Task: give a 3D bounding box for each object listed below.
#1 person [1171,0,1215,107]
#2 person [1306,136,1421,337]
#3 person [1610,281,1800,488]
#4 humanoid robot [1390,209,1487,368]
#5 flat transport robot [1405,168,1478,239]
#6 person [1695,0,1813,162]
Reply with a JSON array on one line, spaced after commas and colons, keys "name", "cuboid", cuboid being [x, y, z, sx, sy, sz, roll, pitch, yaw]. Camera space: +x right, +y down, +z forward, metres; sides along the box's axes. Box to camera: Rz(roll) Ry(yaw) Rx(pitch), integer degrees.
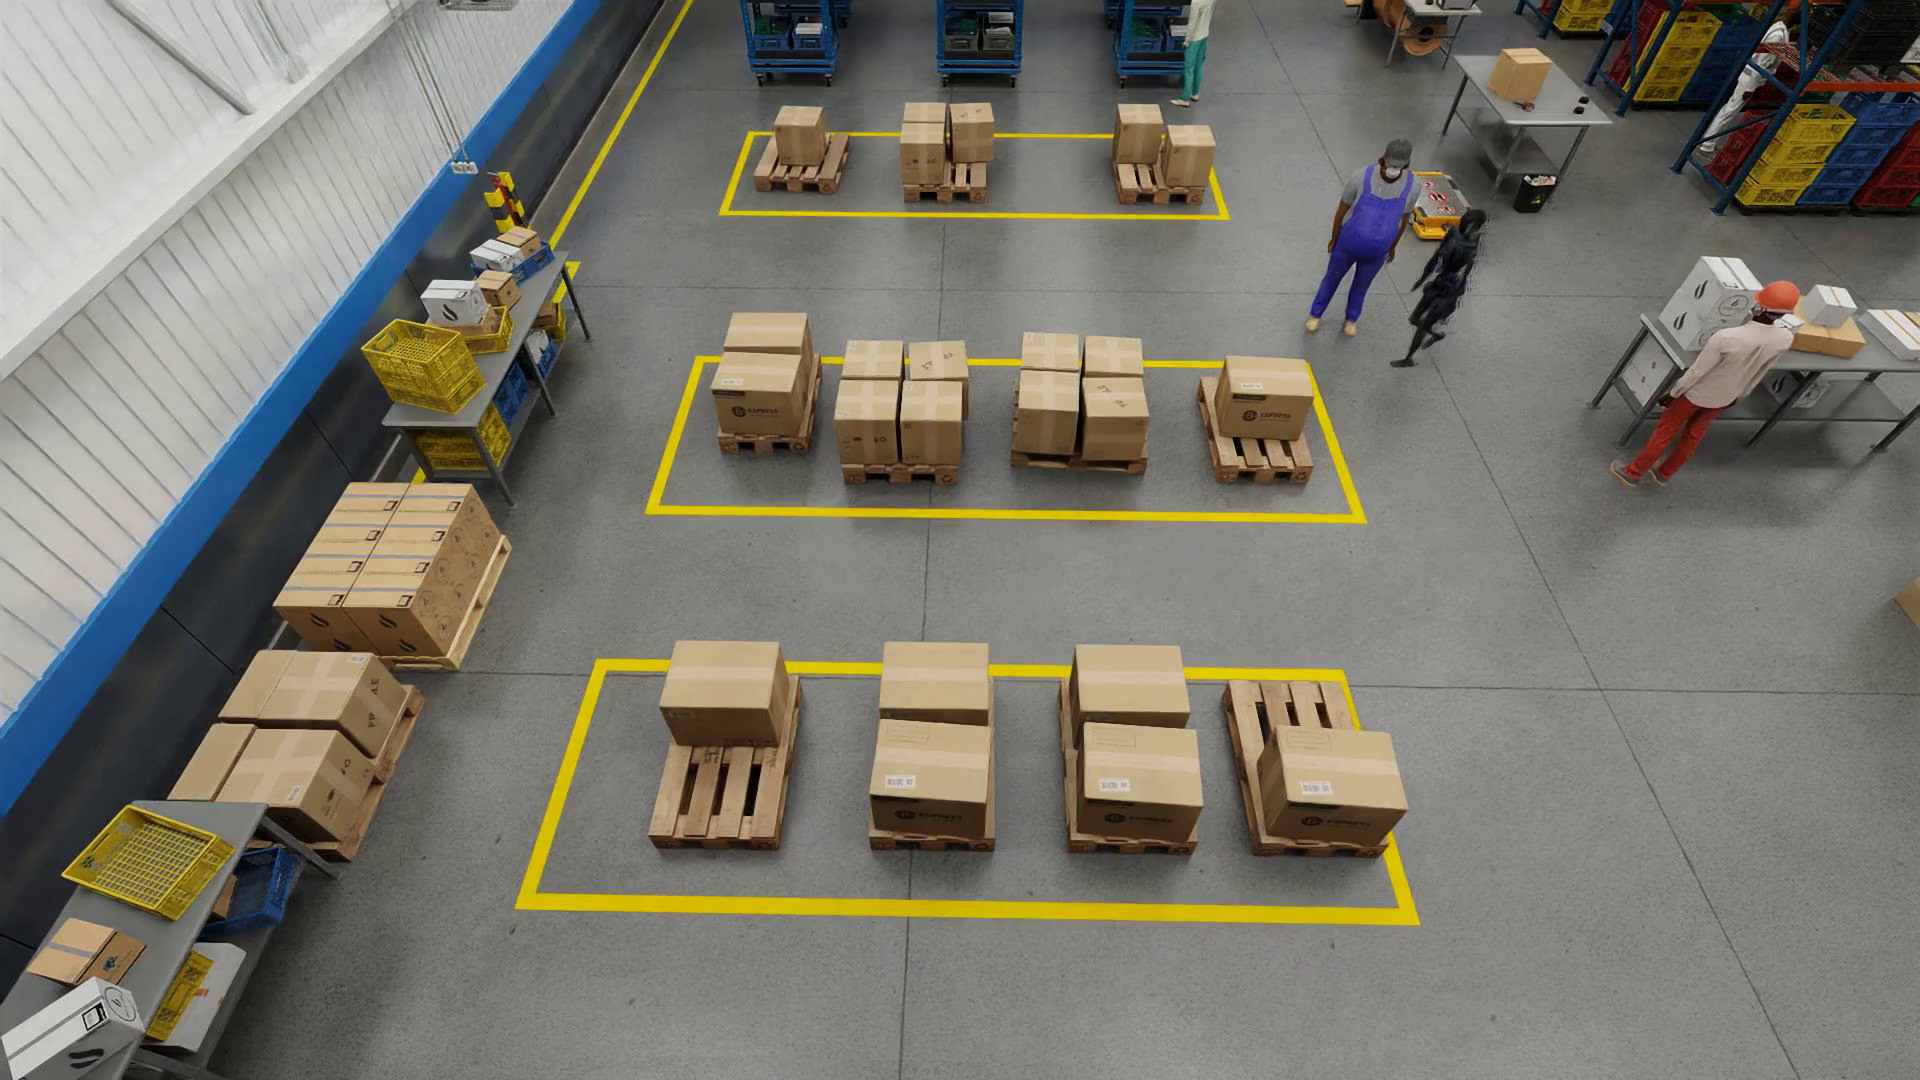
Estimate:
[{"name": "person", "cuboid": [3.196, -6.851, 12.473, 0.326, 1.765, 0.531, 34, 57, 26]}, {"name": "person", "cuboid": [3.916, -2.878, 8.854, 0.673, 2.000, 0.536, 11, 50, 9]}, {"name": "person", "cuboid": [6.055, -1.208, 7.438, 0.622, 1.992, 0.383, 0, 49, 0]}, {"name": "humanoid robot", "cuboid": [4.579, -2.357, 8.646, 0.470, 1.649, 0.581, -2, 49, -2]}, {"name": "flat transport robot", "cuboid": [5.692, -4.094, 11.059, 0.652, 0.197, 1.431, 1, 49, 1]}, {"name": "person", "cuboid": [9.873, -5.713, 11.411, 0.356, 1.882, 0.574, 28, 55, 22]}]
